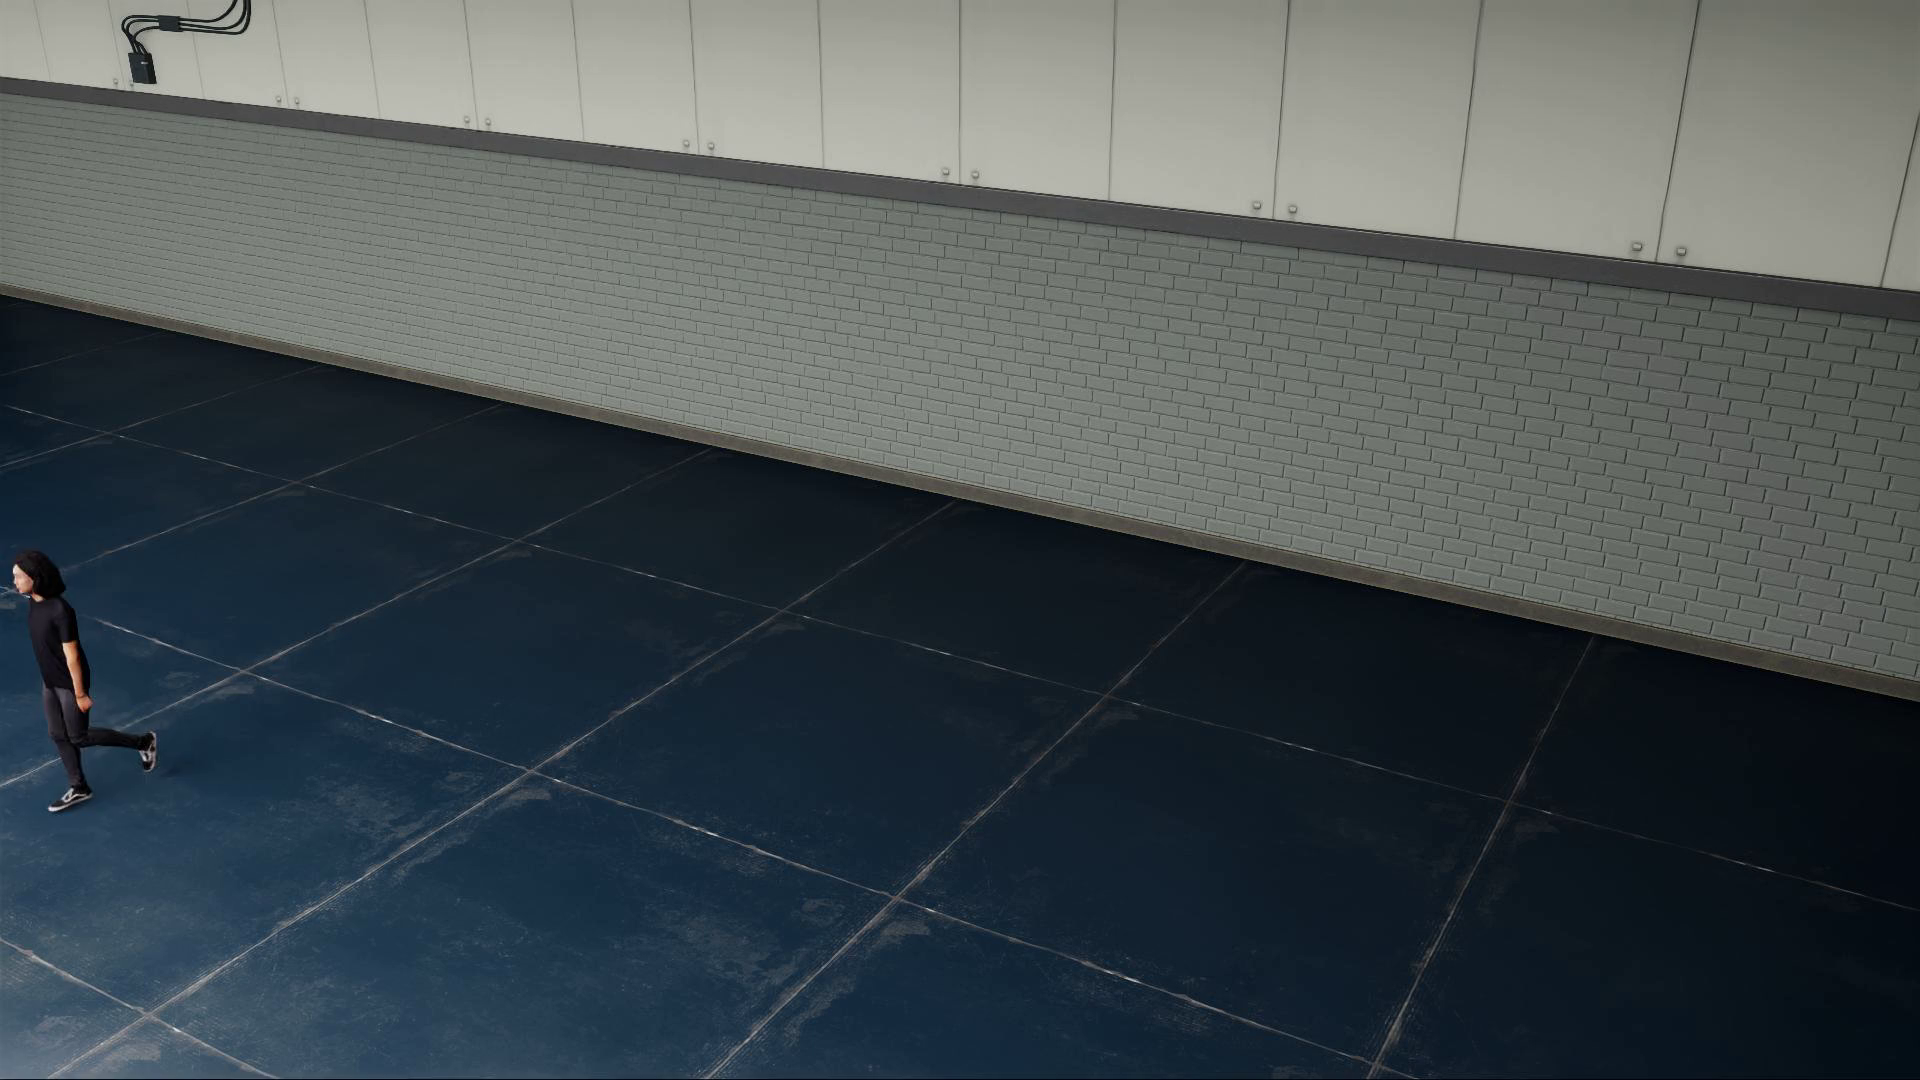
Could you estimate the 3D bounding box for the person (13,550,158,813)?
[{"bbox_3d":[-5.811,0.885,10.964,0.744,1.809,1.003,18,29,36],"label":"person"}]
